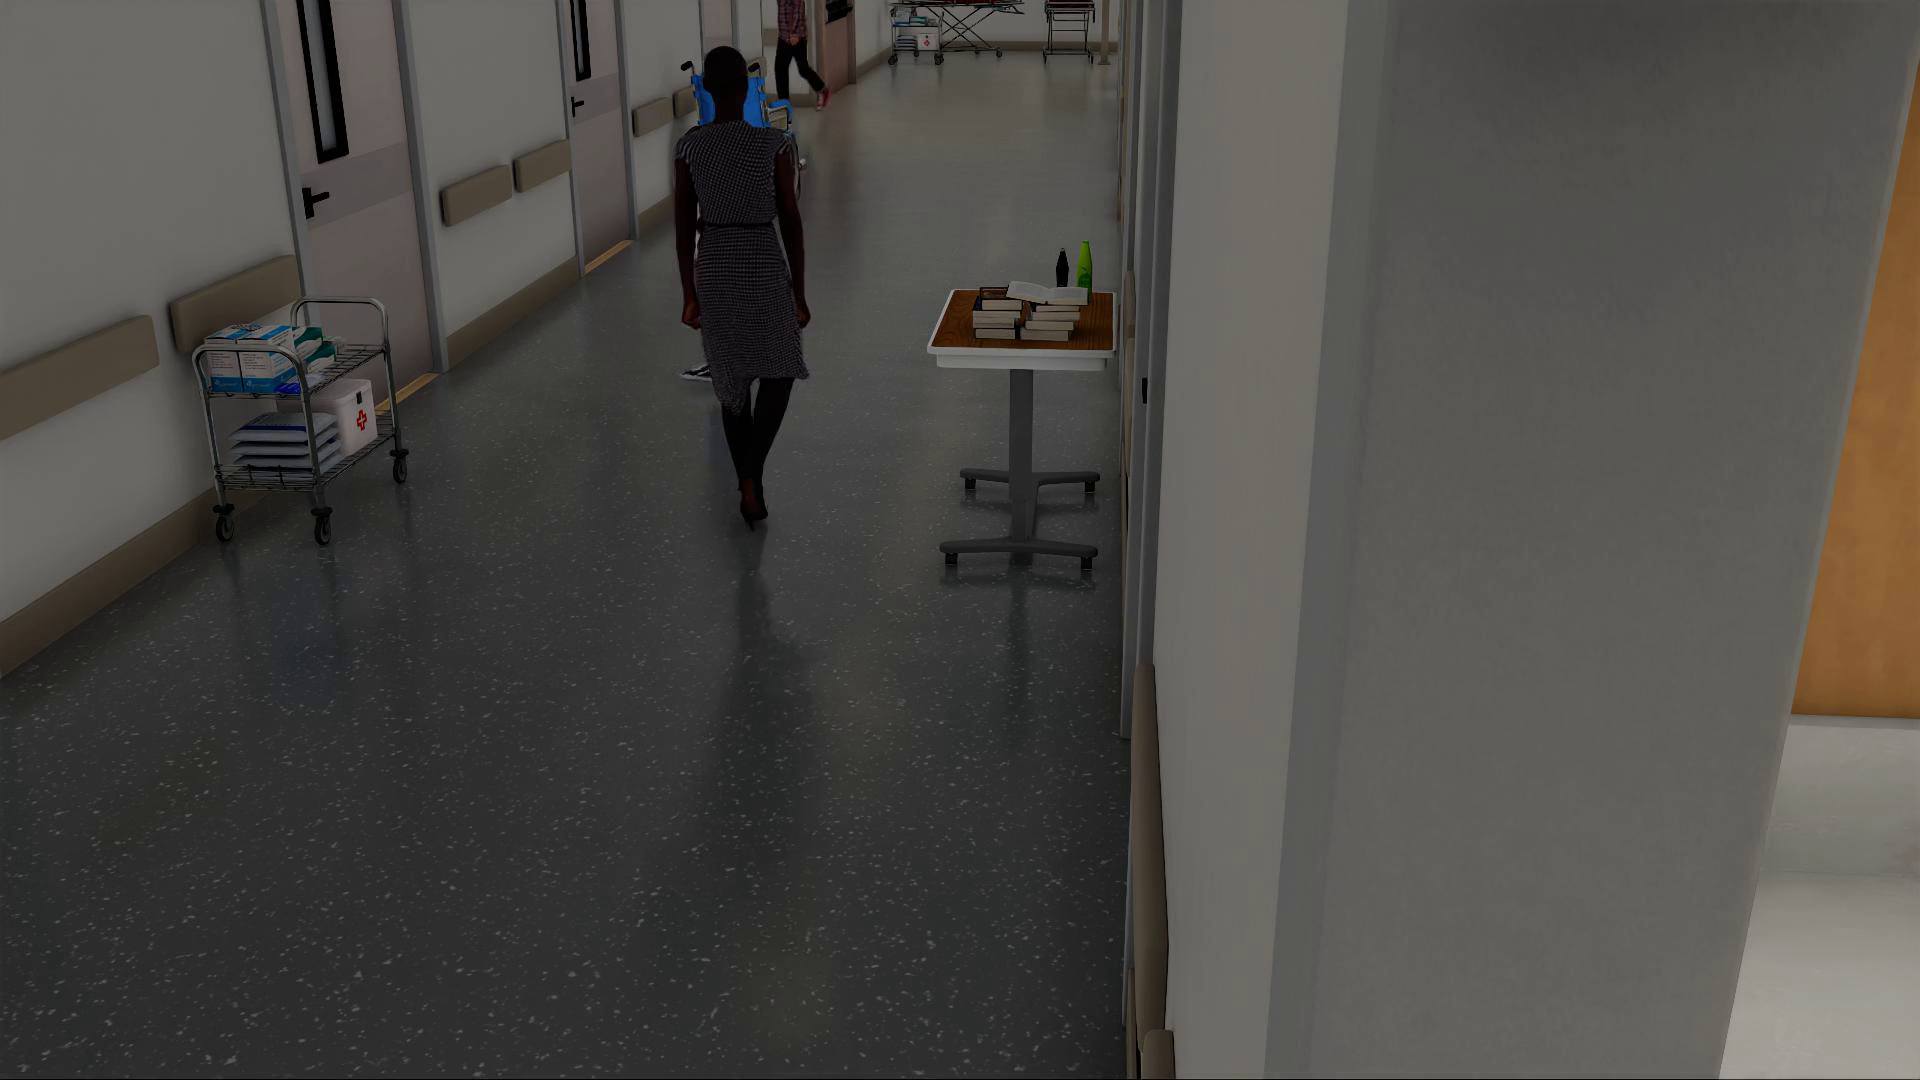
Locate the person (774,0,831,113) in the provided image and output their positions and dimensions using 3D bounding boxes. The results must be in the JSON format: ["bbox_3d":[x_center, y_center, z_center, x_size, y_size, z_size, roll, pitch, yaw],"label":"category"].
[{"bbox_3d":[-1.867,-5.840,19.232,1.179,1.750,1.109,-18,27,-40],"label":"person"}]

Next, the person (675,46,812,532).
[{"bbox_3d":[-0.792,-0.837,5.985,0.638,1.778,0.806,1,21,4],"label":"person"}]
